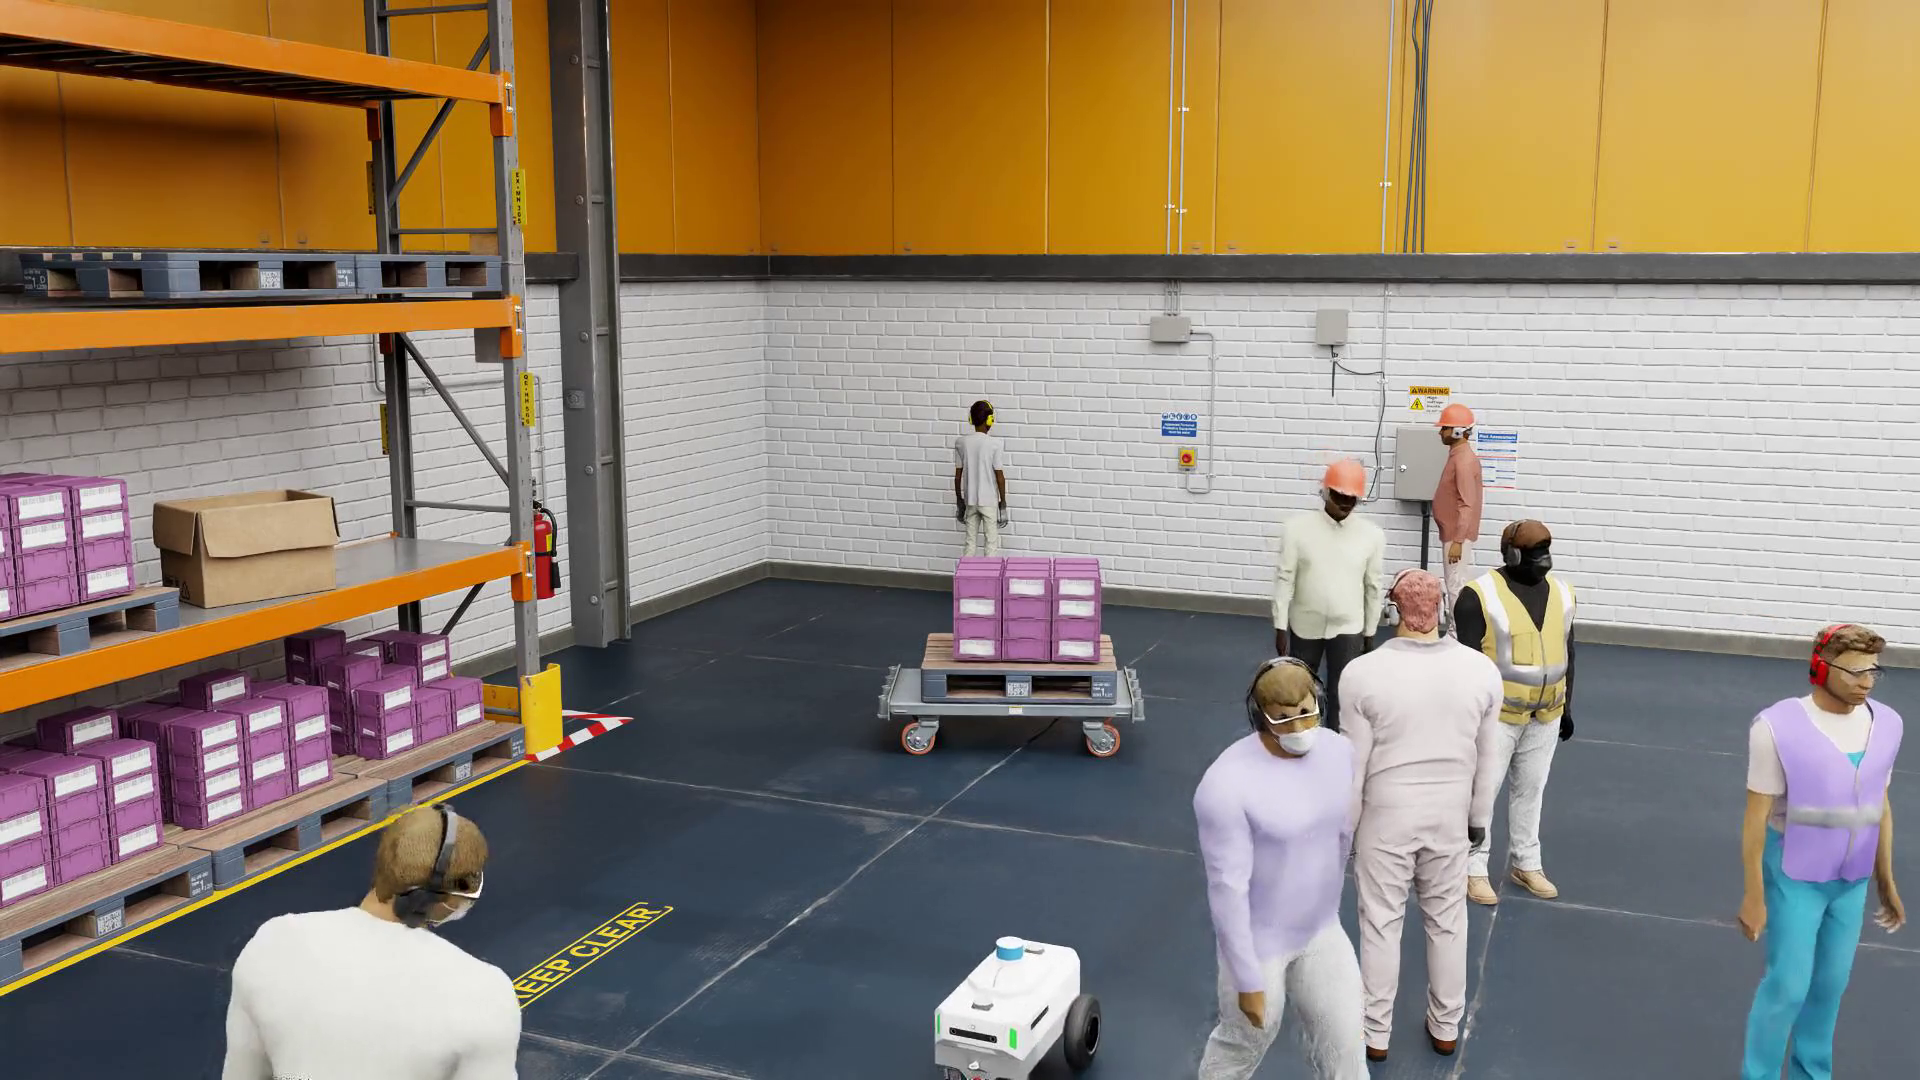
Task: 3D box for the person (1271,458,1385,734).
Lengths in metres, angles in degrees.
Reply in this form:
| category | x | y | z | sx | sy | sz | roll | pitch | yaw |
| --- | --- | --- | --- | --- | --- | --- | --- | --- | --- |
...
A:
| category | x | y | z | sx | sy | sz | roll | pitch | yaw |
| --- | --- | --- | --- | --- | --- | --- | --- | --- | --- |
| person | 2.112 | 0.481 | 9.622 | 0.632 | 1.968 | 0.831 | 1 | 9 | 6 |

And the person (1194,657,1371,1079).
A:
| category | x | y | z | sx | sy | sz | roll | pitch | yaw |
| --- | --- | --- | --- | --- | --- | --- | --- | --- | --- |
| person | 1.039 | 1.265 | 5.140 | 0.670 | 1.870 | 0.984 | -6 | 11 | -32 |

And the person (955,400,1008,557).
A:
| category | x | y | z | sx | sy | sz | roll | pitch | yaw |
| --- | --- | --- | --- | --- | --- | --- | --- | --- | --- |
| person | 0.195 | -0.292 | 14.599 | 0.512 | 1.863 | 0.329 | 5 | 11 | 28 |

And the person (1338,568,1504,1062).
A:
| category | x | y | z | sx | sy | sz | roll | pitch | yaw |
| --- | --- | --- | --- | --- | --- | --- | --- | --- | --- |
| person | 1.715 | 1.047 | 6.358 | 0.641 | 1.905 | 0.410 | -1 | 9 | -7 |

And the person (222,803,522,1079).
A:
| category | x | y | z | sx | sy | sz | roll | pitch | yaw |
| --- | --- | --- | --- | --- | --- | --- | --- | --- | --- |
| person | -1.272 | 1.507 | 3.636 | 0.704 | 1.893 | 0.365 | 0 | 9 | 3 |

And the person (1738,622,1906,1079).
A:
| category | x | y | z | sx | sy | sz | roll | pitch | yaw |
| --- | --- | --- | --- | --- | --- | --- | --- | --- | --- |
| person | 2.965 | 1.175 | 5.778 | 0.583 | 1.847 | 0.379 | -3 | 10 | -16 |

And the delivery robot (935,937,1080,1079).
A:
| category | x | y | z | sx | sy | sz | roll | pitch | yaw |
| --- | --- | --- | --- | --- | --- | --- | --- | --- | --- |
| delivery robot | 0.183 | 1.709 | 6.133 | 0.477 | 0.478 | 0.707 | 4 | 10 | 23 |

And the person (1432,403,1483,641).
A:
| category | x | y | z | sx | sy | sz | roll | pitch | yaw |
| --- | --- | --- | --- | --- | --- | --- | --- | --- | --- |
| person | 3.768 | -0.044 | 12.688 | 0.387 | 1.992 | 0.626 | 2 | 10 | 13 |

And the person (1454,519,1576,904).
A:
| category | x | y | z | sx | sy | sz | roll | pitch | yaw |
| --- | --- | --- | --- | --- | --- | --- | --- | --- | --- |
| person | 2.662 | 0.814 | 7.954 | 0.634 | 1.842 | 0.429 | -2 | 10 | -14 |
